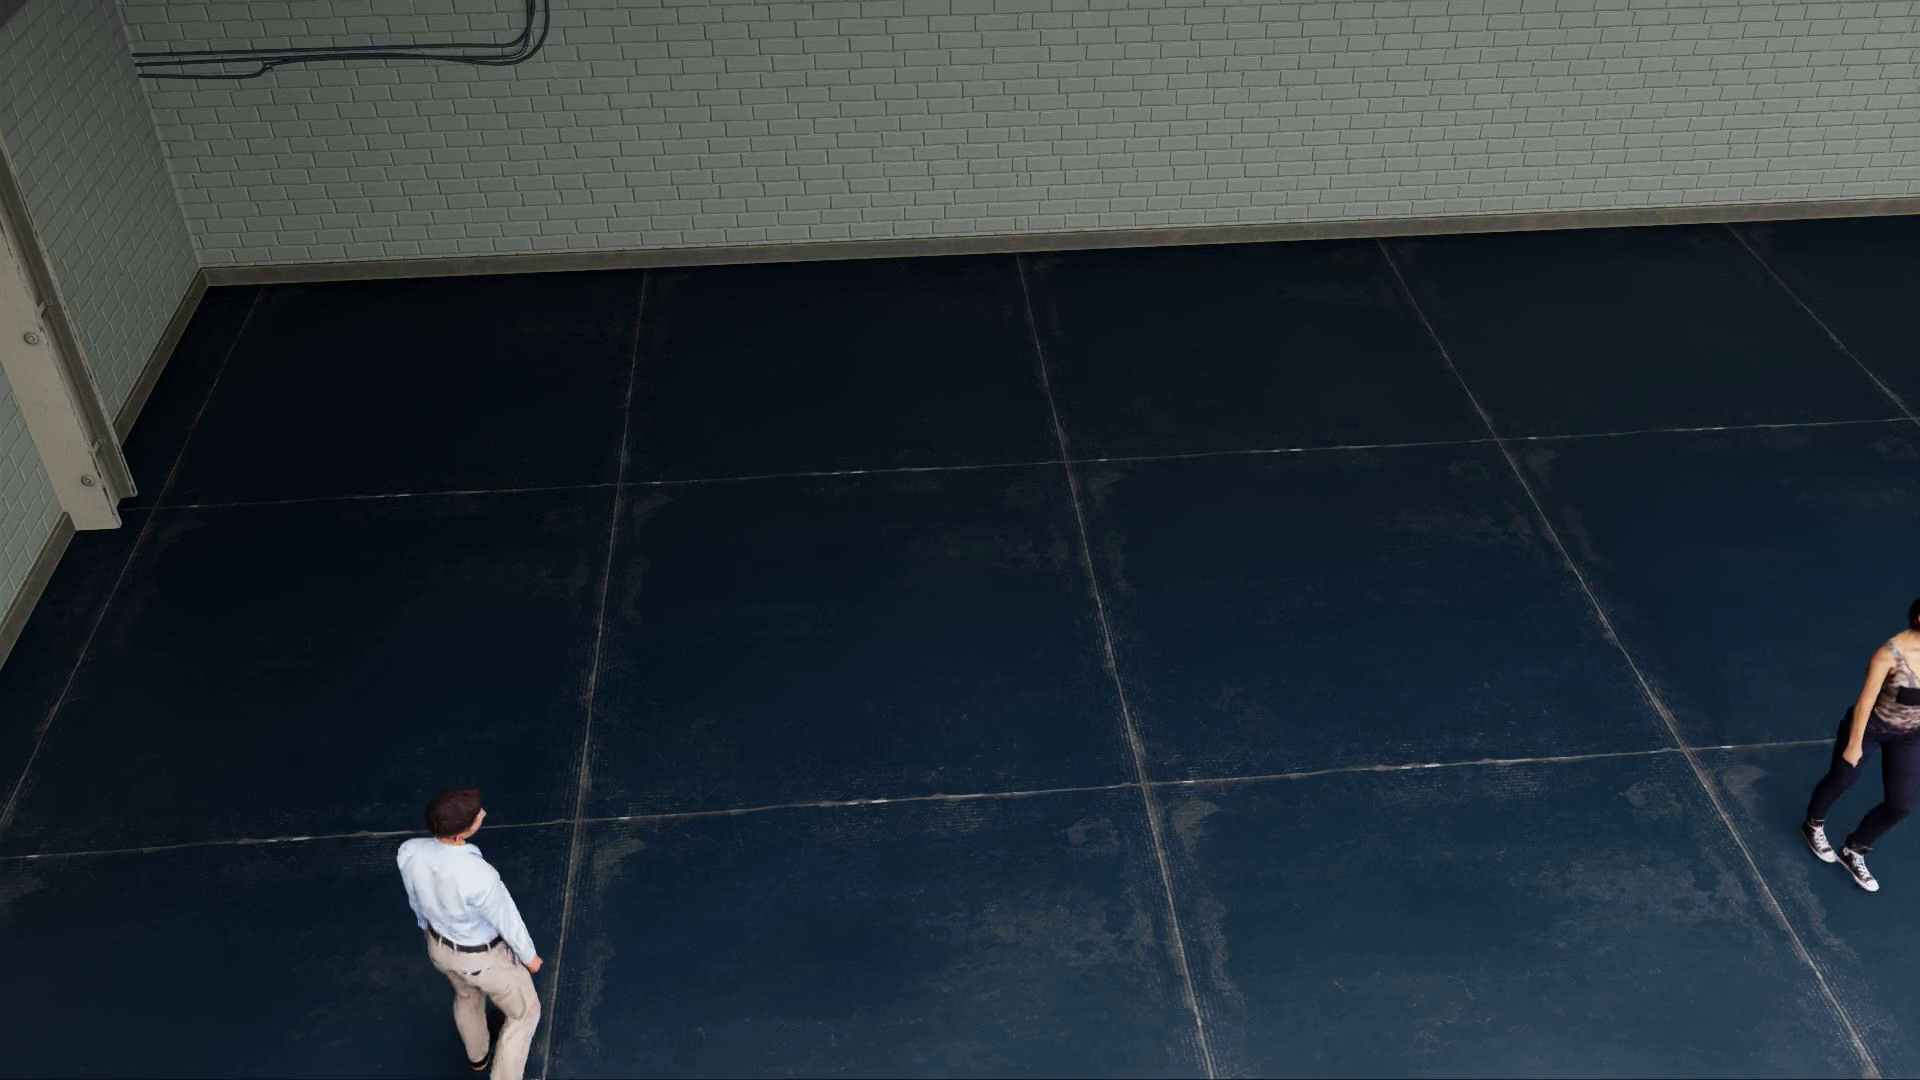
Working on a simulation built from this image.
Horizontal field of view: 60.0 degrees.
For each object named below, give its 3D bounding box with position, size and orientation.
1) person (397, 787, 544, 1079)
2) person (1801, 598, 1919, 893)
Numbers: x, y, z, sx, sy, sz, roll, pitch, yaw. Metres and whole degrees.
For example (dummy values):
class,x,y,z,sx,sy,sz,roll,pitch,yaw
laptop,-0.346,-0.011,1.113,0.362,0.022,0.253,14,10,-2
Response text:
class,x,y,z,sx,sy,sz,roll,pitch,yaw
person,-2.002,1.715,6.915,0.898,1.816,0.947,6,38,7
person,4.391,0.875,8.040,0.647,1.753,0.733,-5,38,-7
